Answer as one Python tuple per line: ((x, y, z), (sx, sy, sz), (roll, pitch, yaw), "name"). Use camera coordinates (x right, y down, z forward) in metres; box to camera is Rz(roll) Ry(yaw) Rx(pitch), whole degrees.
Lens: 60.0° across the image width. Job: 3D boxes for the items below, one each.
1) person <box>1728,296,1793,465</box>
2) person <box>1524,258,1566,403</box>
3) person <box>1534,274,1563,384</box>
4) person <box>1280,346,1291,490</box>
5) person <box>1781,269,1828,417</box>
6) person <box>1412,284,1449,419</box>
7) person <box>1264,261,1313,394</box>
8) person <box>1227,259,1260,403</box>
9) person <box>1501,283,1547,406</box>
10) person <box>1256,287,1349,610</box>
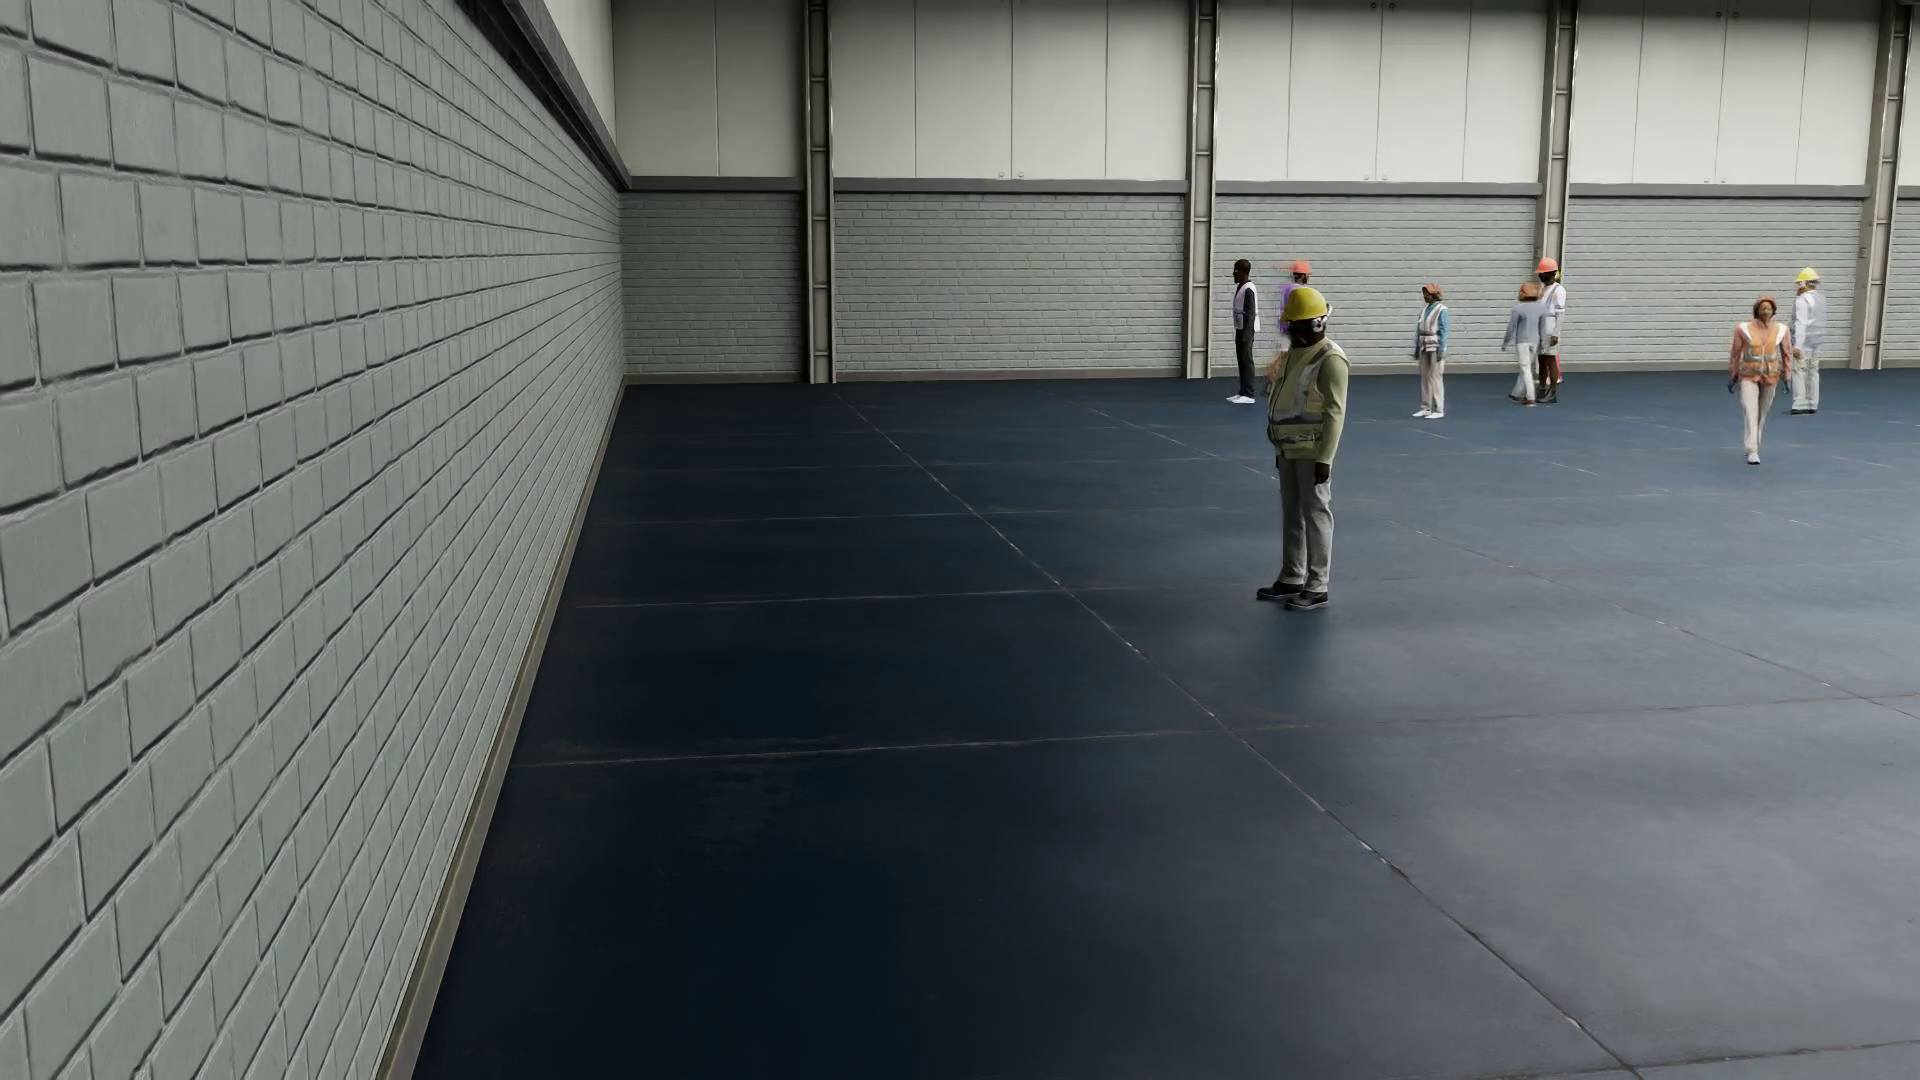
((7.701, -1.543, 16.005), (0.532, 1.592, 0.856), (2, 10, 13), "person")
((7.824, -2.787, 22.210), (0.375, 1.930, 0.542), (-2, 10, -10), "person")
((9.001, -3.230, 25.319), (0.478, 1.775, 0.534), (2, 10, 10), "person")
((2.867, -1.181, 13.805), (0.311, 1.636, 0.523), (-1, 10, -8), "person")
((10.367, -2.404, 20.408), (0.645, 1.799, 0.422), (-7, 12, -34), "person")
((5.729, -2.286, 20.184), (0.315, 1.633, 0.526), (-3, 10, -19), "person")
((4.702, -2.962, 23.341), (0.997, 1.888, 0.565), (-4, 11, -23), "person")
((3.814, -2.788, 22.248), (0.370, 1.916, 0.597), (0, 10, -2), "person")
((7.415, -2.577, 21.929), (0.507, 1.599, 0.750), (-4, 10, -20), "person")
((1.948, -0.519, 9.455), (0.403, 1.825, 0.586), (-3, 10, -17), "person")
